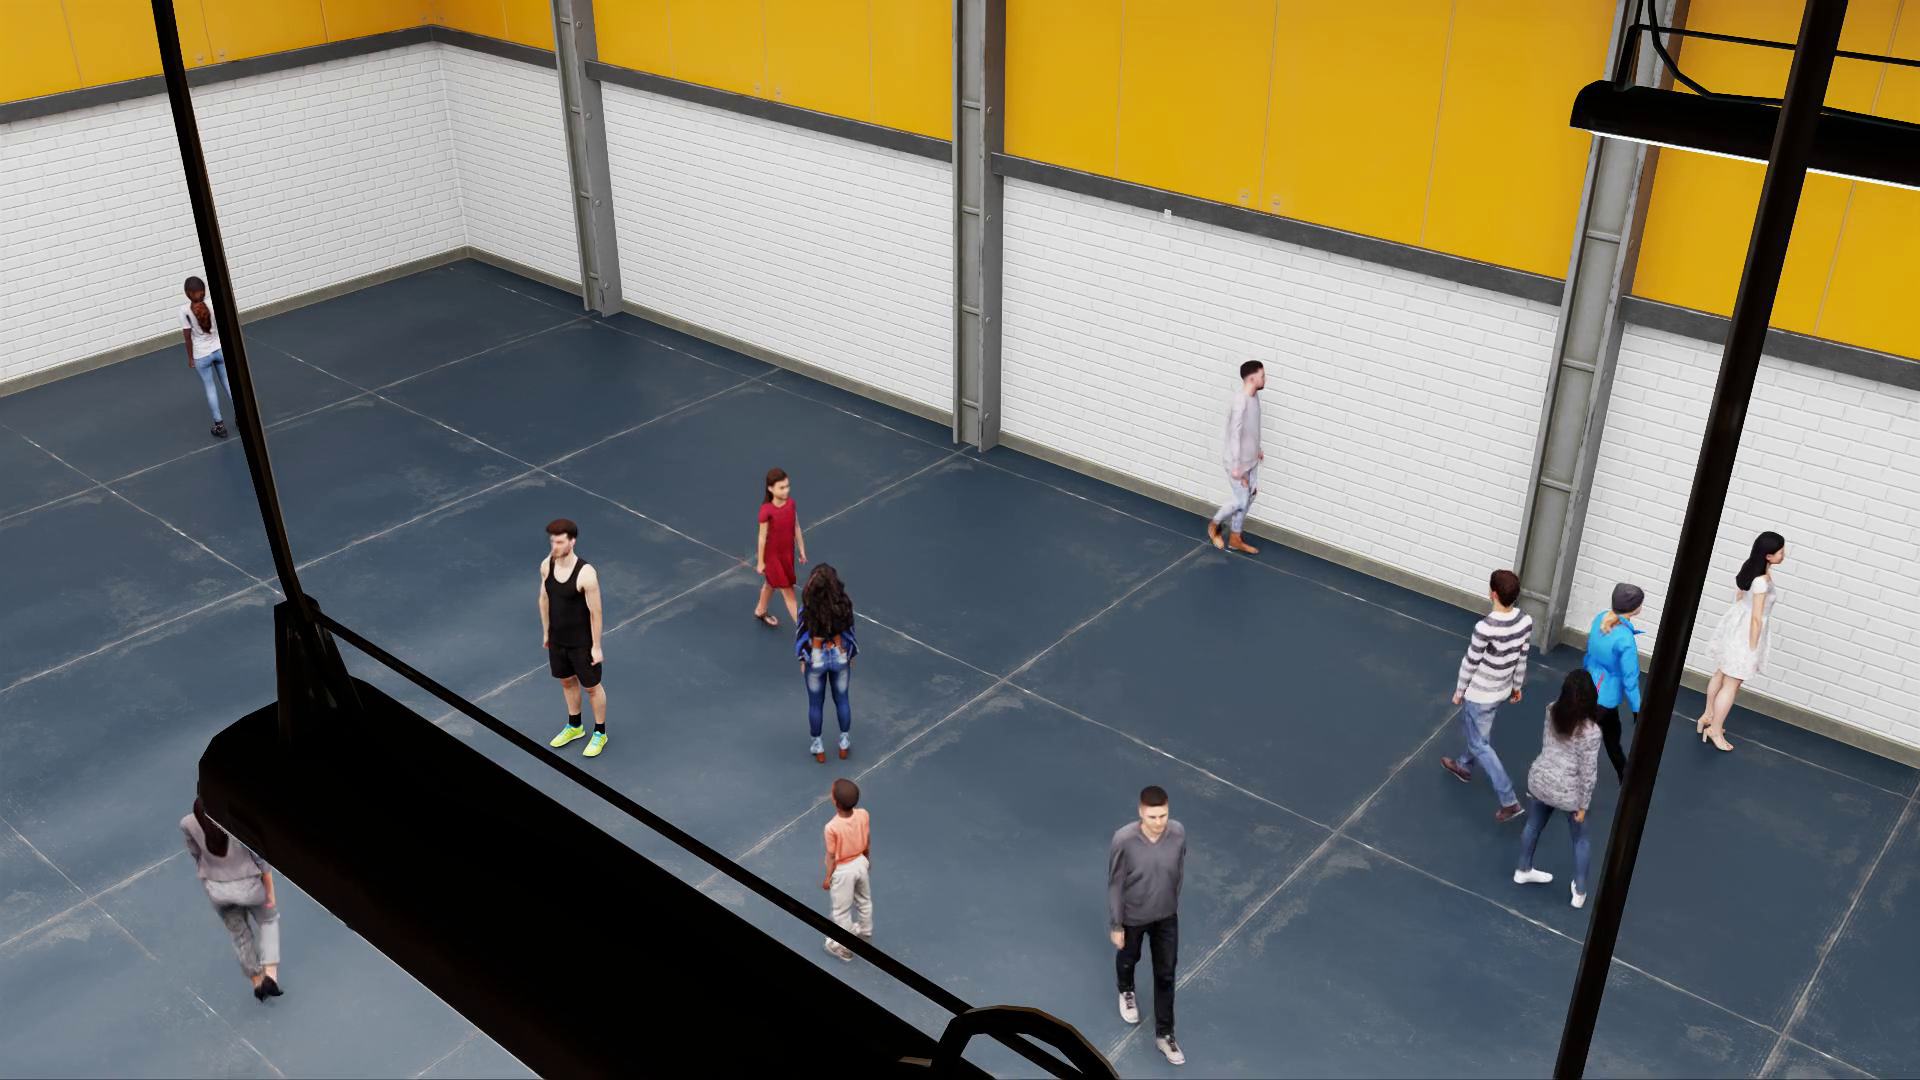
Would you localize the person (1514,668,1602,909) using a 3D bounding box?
[{"bbox_3d":[3.799,1.579,10.731,0.804,1.720,0.718,-12,31,-22],"label":"person"}]

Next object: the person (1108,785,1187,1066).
[{"bbox_3d":[1.060,2.118,9.725,0.968,1.737,1.065,-6,29,-10],"label":"person"}]

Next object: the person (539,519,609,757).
[{"bbox_3d":[-2.828,0.696,12.167,0.622,1.895,0.795,12,31,21],"label":"person"}]

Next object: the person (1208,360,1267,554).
[{"bbox_3d":[2.499,-0.756,14.914,0.770,1.814,0.769,19,34,31],"label":"person"}]

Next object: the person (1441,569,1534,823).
[{"bbox_3d":[3.721,1.103,11.507,0.907,1.812,1.217,-16,32,-26],"label":"person"}]

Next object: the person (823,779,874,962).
[{"bbox_3d":[-0.688,2.035,10.324,0.532,1.310,0.524,-20,34,-32],"label":"person"}]

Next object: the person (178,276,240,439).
[{"bbox_3d":[-7.708,-1.899,17.109,0.607,1.719,0.558,-24,37,-37],"label":"person"}]

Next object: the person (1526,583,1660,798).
[{"bbox_3d":[4.347,1.121,11.549,1.238,1.741,1.119,0,29,0],"label":"person"}]

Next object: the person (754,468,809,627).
[{"bbox_3d":[-1.532,0.103,13.658,1.044,1.508,0.561,21,35,33],"label":"person"}]

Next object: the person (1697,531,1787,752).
[{"bbox_3d":[5.764,0.727,12.237,0.790,1.773,0.763,6,29,10],"label":"person"}]

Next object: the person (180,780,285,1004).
[{"bbox_3d":[-4.287,2.117,9.802,0.771,1.665,0.830,-3,29,-5],"label":"person"}]

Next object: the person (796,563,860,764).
[{"bbox_3d":[-0.967,0.884,12.108,0.699,1.621,0.735,-6,29,-11],"label":"person"}]
